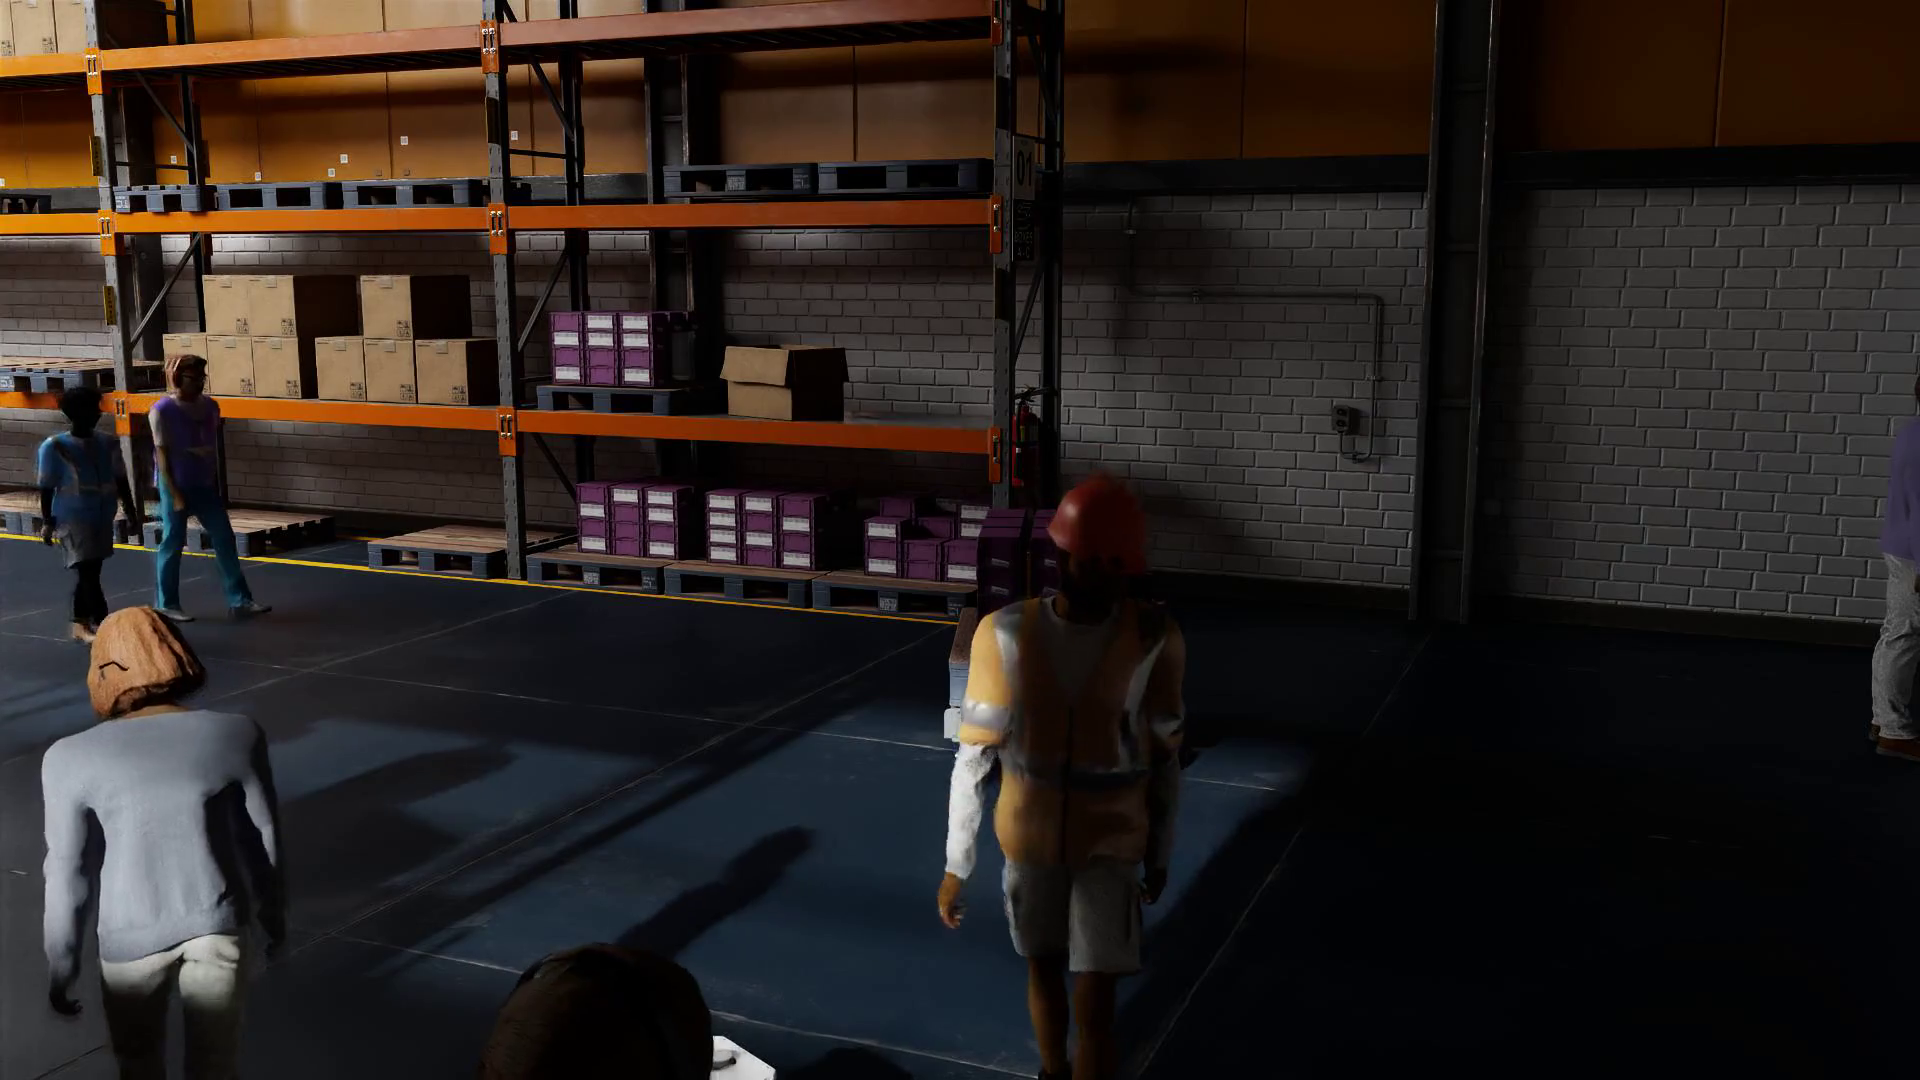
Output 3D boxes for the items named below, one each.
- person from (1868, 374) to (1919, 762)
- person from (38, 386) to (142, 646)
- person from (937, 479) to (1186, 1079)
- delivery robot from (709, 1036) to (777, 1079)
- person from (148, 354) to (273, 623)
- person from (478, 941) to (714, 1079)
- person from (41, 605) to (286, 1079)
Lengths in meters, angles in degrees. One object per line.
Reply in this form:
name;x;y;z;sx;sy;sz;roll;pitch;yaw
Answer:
person;4.718;0.101;8.171;0.370;1.941;0.627;4;10;25
person;-5.346;-0.122;10.316;0.837;1.652;0.547;4;10;25
person;0.252;0.793;4.159;0.586;1.883;0.937;2;10;11
delivery robot;-0.797;1.437;4.029;0.707;0.478;0.477;-8;12;-40
person;-5.044;-0.325;11.088;0.887;1.805;0.597;4;10;21
person;-0.319;1.252;1.560;0.508;1.845;0.345;4;10;22
person;-1.928;0.948;4.052;0.542;1.601;0.664;-6;11;-33
